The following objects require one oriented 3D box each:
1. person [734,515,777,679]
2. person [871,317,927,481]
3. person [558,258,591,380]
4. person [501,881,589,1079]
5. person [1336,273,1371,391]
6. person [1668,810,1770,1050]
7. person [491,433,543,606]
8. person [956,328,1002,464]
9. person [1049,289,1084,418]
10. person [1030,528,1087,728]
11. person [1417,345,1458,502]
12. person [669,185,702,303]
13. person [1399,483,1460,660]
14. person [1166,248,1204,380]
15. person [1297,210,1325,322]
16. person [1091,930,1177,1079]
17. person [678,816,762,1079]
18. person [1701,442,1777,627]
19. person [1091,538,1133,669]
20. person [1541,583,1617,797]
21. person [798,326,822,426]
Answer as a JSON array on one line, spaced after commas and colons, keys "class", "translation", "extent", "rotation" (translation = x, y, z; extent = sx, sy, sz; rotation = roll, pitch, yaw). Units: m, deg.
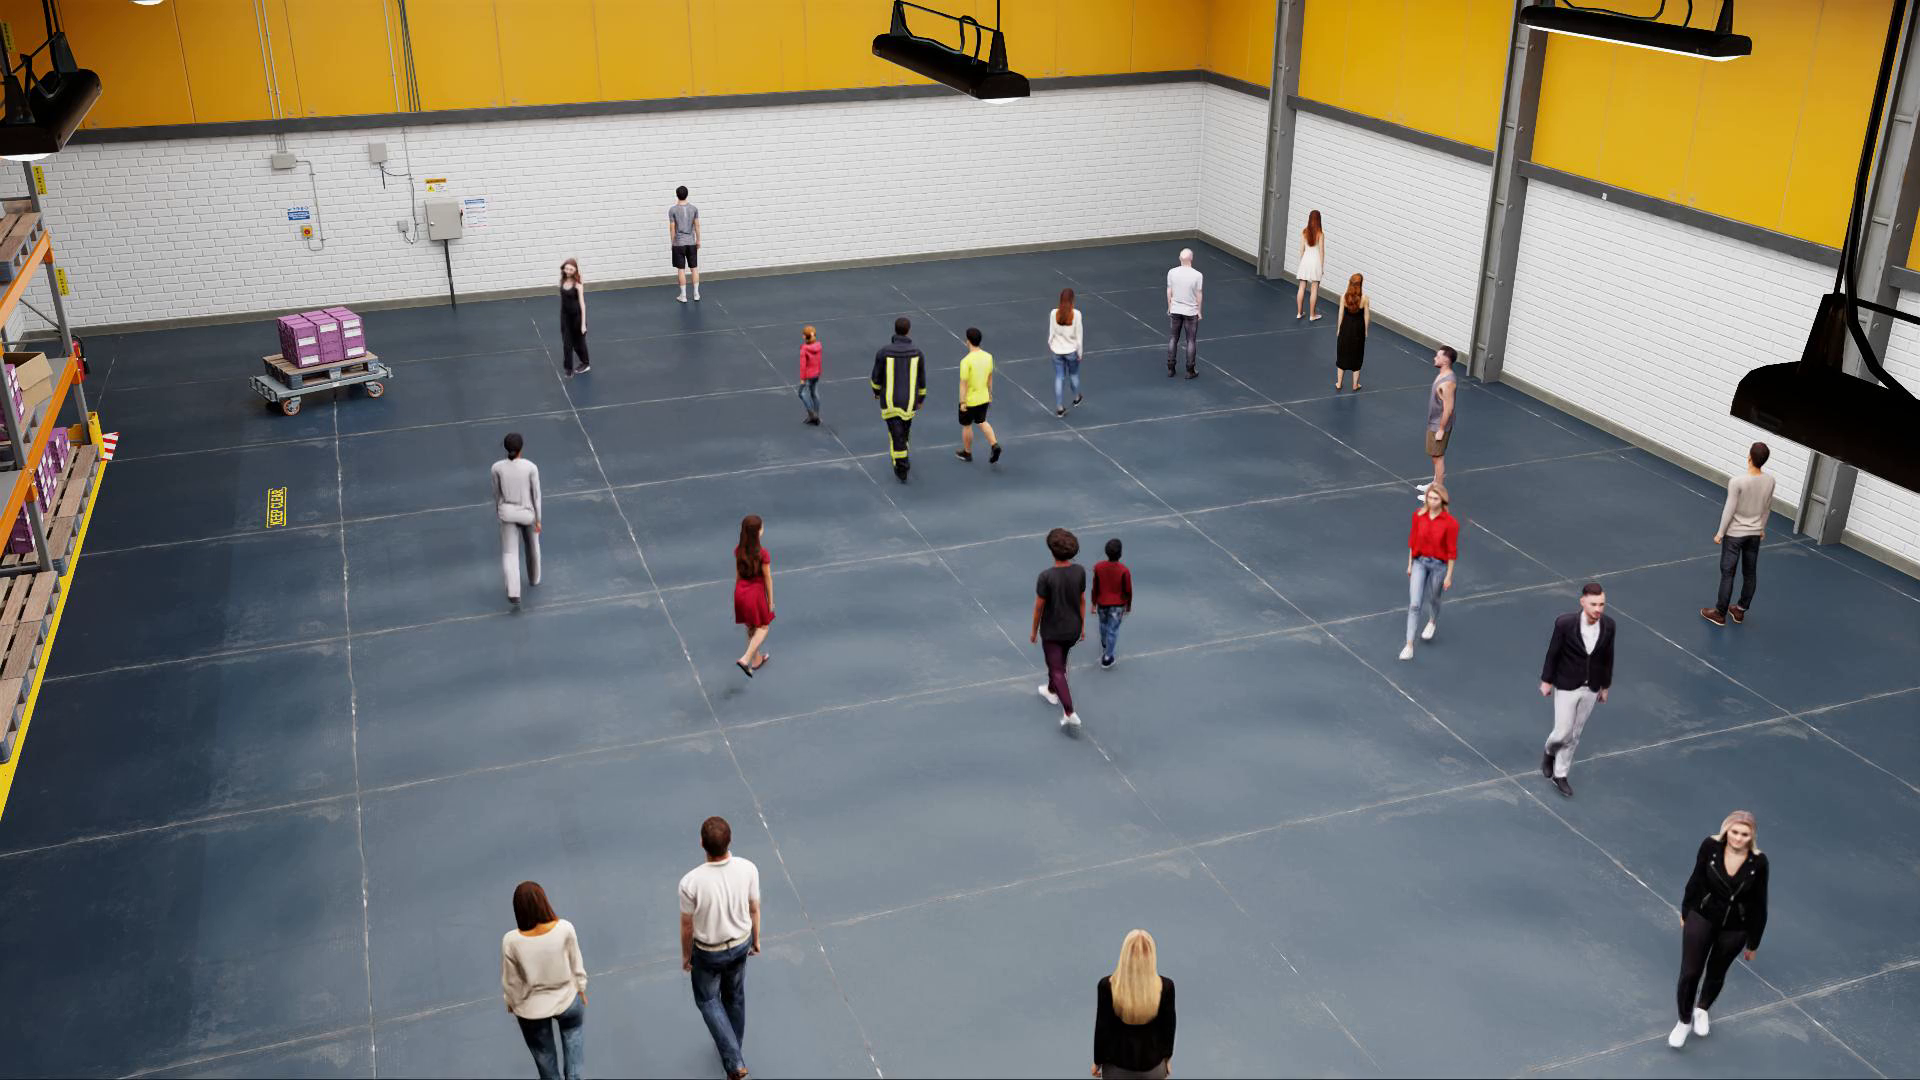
[{"class": "person", "translation": [-1.917, 0.536, 15.086], "extent": [0.850, 1.538, 0.919], "rotation": [10, 25, 21]}, {"class": "person", "translation": [-0.704, -1.628, 19.636], "extent": [0.866, 1.860, 1.231], "rotation": [-6, 24, -13]}, {"class": "person", "translation": [-5.377, -3.119, 23.255], "extent": [0.948, 1.692, 1.063], "rotation": [11, 26, 23]}, {"class": "person", "translation": [-2.420, 2.769, 9.806], "extent": [0.639, 1.675, 0.576], "rotation": [-7, 25, -16]}, {"class": "person", "translation": [5.359, -2.853, 22.731], "extent": [0.676, 1.625, 0.724], "rotation": [7, 25, 16]}, {"class": "person", "translation": [4.859, 2.415, 10.620], "extent": [0.840, 1.673, 0.899], "rotation": [11, 26, 24]}, {"class": "person", "translation": [-4.416, -0.197, 16.545], "extent": [0.827, 1.713, 1.185], "rotation": [-3, 24, -7]}, {"class": "person", "translation": [0.233, -1.702, 20.016], "extent": [0.792, 1.690, 1.017], "rotation": [-17, 29, -33]}, {"class": "person", "translation": [1.357, -2.411, 21.670], "extent": [0.972, 1.664, 1.065], "rotation": [8, 25, 18]}, {"class": "person", "translation": [0.888, 0.772, 14.274], "extent": [0.726, 1.757, 1.112], "rotation": [-12, 26, -25]}, {"class": "person", "translation": [5.505, -1.343, 19.062], "extent": [0.790, 1.844, 0.678], "rotation": [6, 24, 13]}, {"class": "person", "translation": [-4.436, -4.786, 26.847], "extent": [0.662, 1.871, 0.564], "rotation": [-10, 26, -22]}, {"class": "person", "translation": [4.434, 0.260, 15.574], "extent": [1.121, 1.654, 1.120], "rotation": [14, 27, 28]}, {"class": "person", "translation": [3.121, -3.167, 23.191], "extent": [0.747, 1.833, 0.808], "rotation": [11, 26, 23]}, {"class": "person", "translation": [5.469, -4.288, 25.906], "extent": [0.619, 1.712, 0.706], "rotation": [17, 29, 34]}, {"class": "person", "translation": [0.962, 2.940, 9.208], "extent": [0.665, 1.842, 0.643], "rotation": [-1, 24, -3]}, {"class": "person", "translation": [-1.426, 2.548, 10.111], "extent": [0.717, 1.837, 0.955], "rotation": [-11, 26, -23]}, {"class": "person", "translation": [7.552, -0.060, 16.039], "extent": [0.695, 1.868, 0.632], "rotation": [-4, 24, -8]}, {"class": "person", "translation": [1.374, 0.601, 15.315], "extent": [0.768, 1.236, 0.861], "rotation": [8, 25, 17]}, {"class": "person", "translation": [4.913, 1.139, 13.335], "extent": [0.784, 1.835, 0.807], "rotation": [0, 24, -1]}, {"class": "person", "translation": [-1.881, -2.092, 21.386], "extent": [0.631, 1.308, 0.607], "rotation": [21, 31, 39]}]
